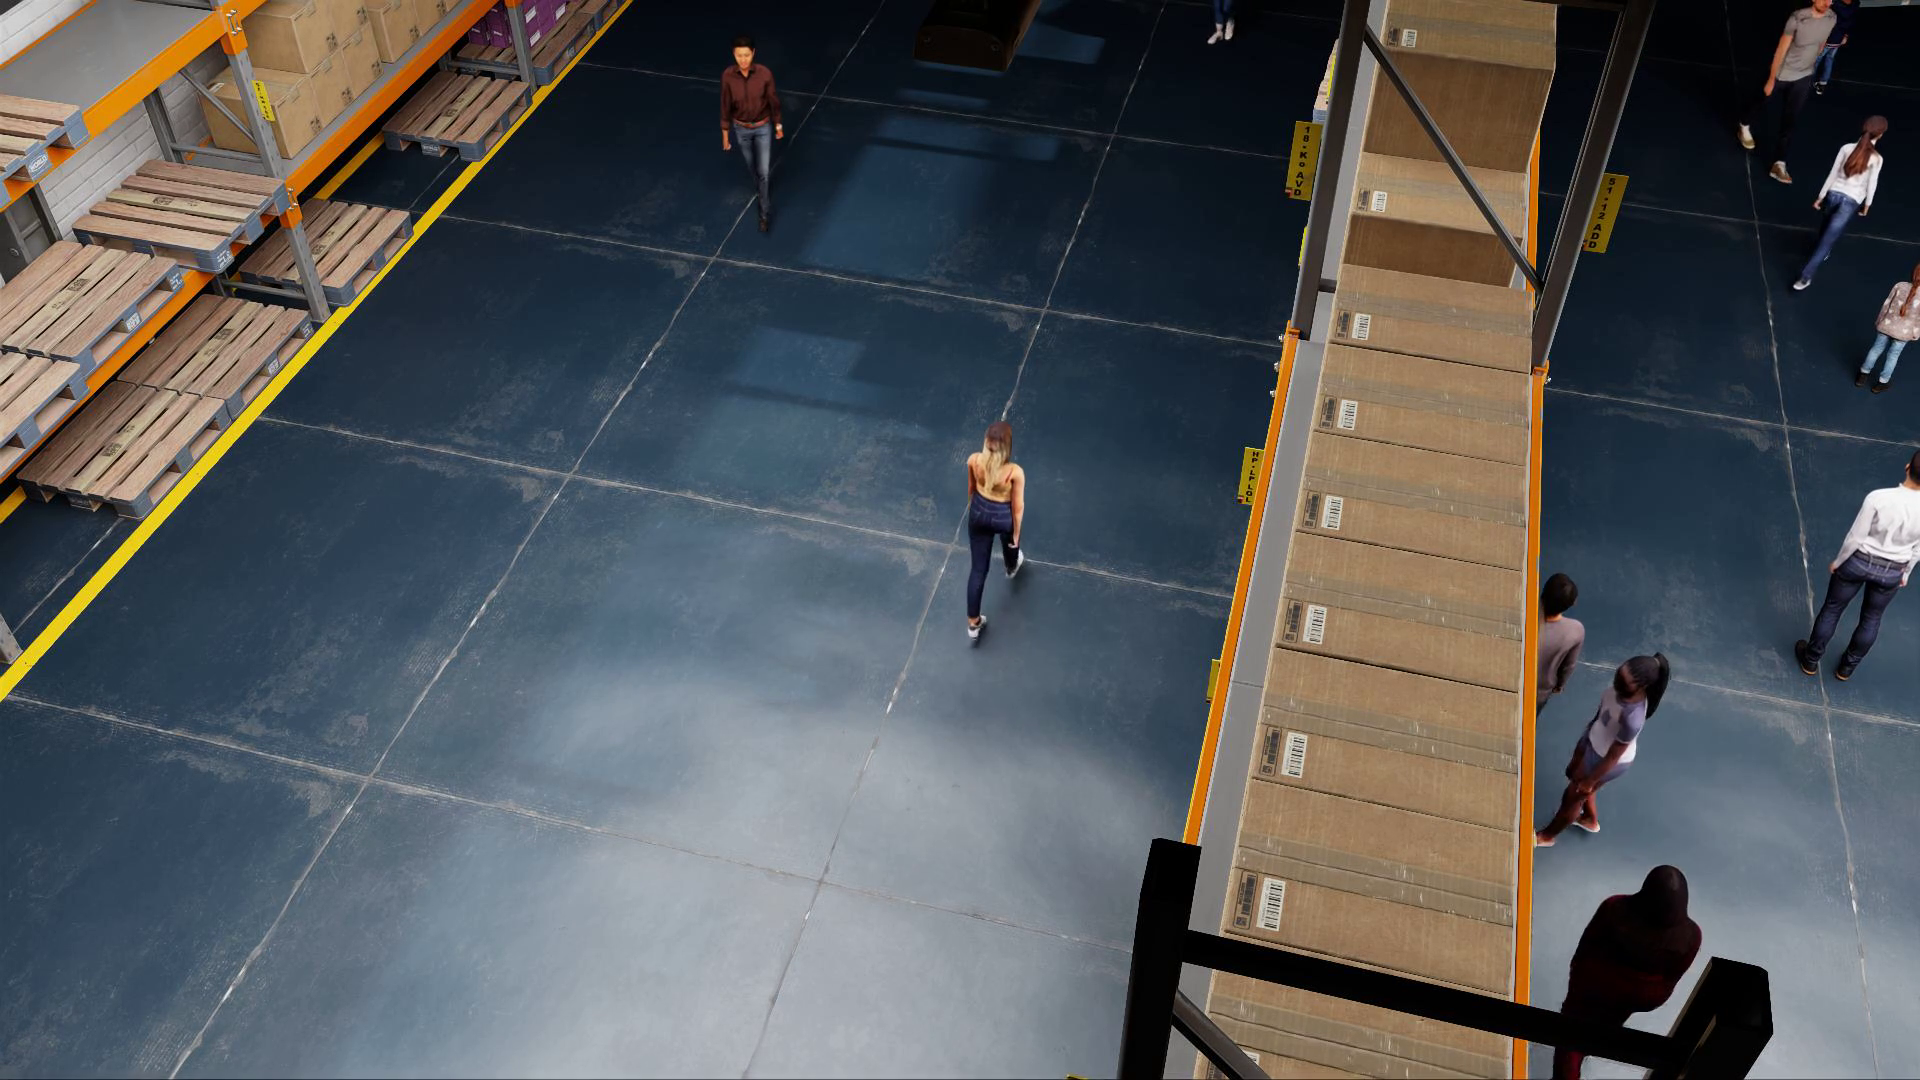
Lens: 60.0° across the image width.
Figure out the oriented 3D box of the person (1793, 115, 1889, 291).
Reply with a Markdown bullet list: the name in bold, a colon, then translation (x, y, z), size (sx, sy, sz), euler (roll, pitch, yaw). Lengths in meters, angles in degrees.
- **person**: translation (7.340, -2.791, 13.921), size (0.906, 1.507, 1.143), euler (33, 53, 30)

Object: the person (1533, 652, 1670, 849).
- **person**: translation (3.743, 1.253, 9.525), size (0.776, 1.713, 0.715), euler (10, 45, 11)

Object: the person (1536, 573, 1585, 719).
- **person**: translation (3.324, 0.933, 9.831), size (0.690, 1.755, 0.636), euler (8, 44, 9)

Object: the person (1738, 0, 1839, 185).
- **person**: translation (7.572, -4.309, 15.280), size (0.908, 1.830, 1.323), euler (-2, 44, -2)

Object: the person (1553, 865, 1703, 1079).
- **person**: translation (3.348, 2.294, 8.415), size (0.702, 1.737, 0.980), euler (15, 46, 15)

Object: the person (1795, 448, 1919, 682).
- **person**: translation (5.800, 0.162, 10.559), size (0.628, 1.868, 0.574), euler (14, 45, 14)

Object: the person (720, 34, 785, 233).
- **person**: translation (-1.825, -3.671, 14.667), size (0.835, 1.750, 1.084), euler (1, 44, 1)

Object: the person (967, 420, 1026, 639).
- **person**: translation (0.192, -0.063, 11.002), size (0.657, 1.584, 1.167), euler (15, 46, 15)

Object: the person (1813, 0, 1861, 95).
- **person**: translation (8.623, -5.001, 16.447), size (0.559, 1.222, 0.553), euler (-1, 44, -2)

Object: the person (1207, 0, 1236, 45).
- **person**: translation (2.794, -5.852, 17.162), size (0.683, 1.469, 0.699), euler (30, 51, 28)

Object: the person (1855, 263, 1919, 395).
- **person**: translation (7.316, -1.674, 12.974), size (0.584, 1.194, 0.558), euler (-35, 53, -31)
